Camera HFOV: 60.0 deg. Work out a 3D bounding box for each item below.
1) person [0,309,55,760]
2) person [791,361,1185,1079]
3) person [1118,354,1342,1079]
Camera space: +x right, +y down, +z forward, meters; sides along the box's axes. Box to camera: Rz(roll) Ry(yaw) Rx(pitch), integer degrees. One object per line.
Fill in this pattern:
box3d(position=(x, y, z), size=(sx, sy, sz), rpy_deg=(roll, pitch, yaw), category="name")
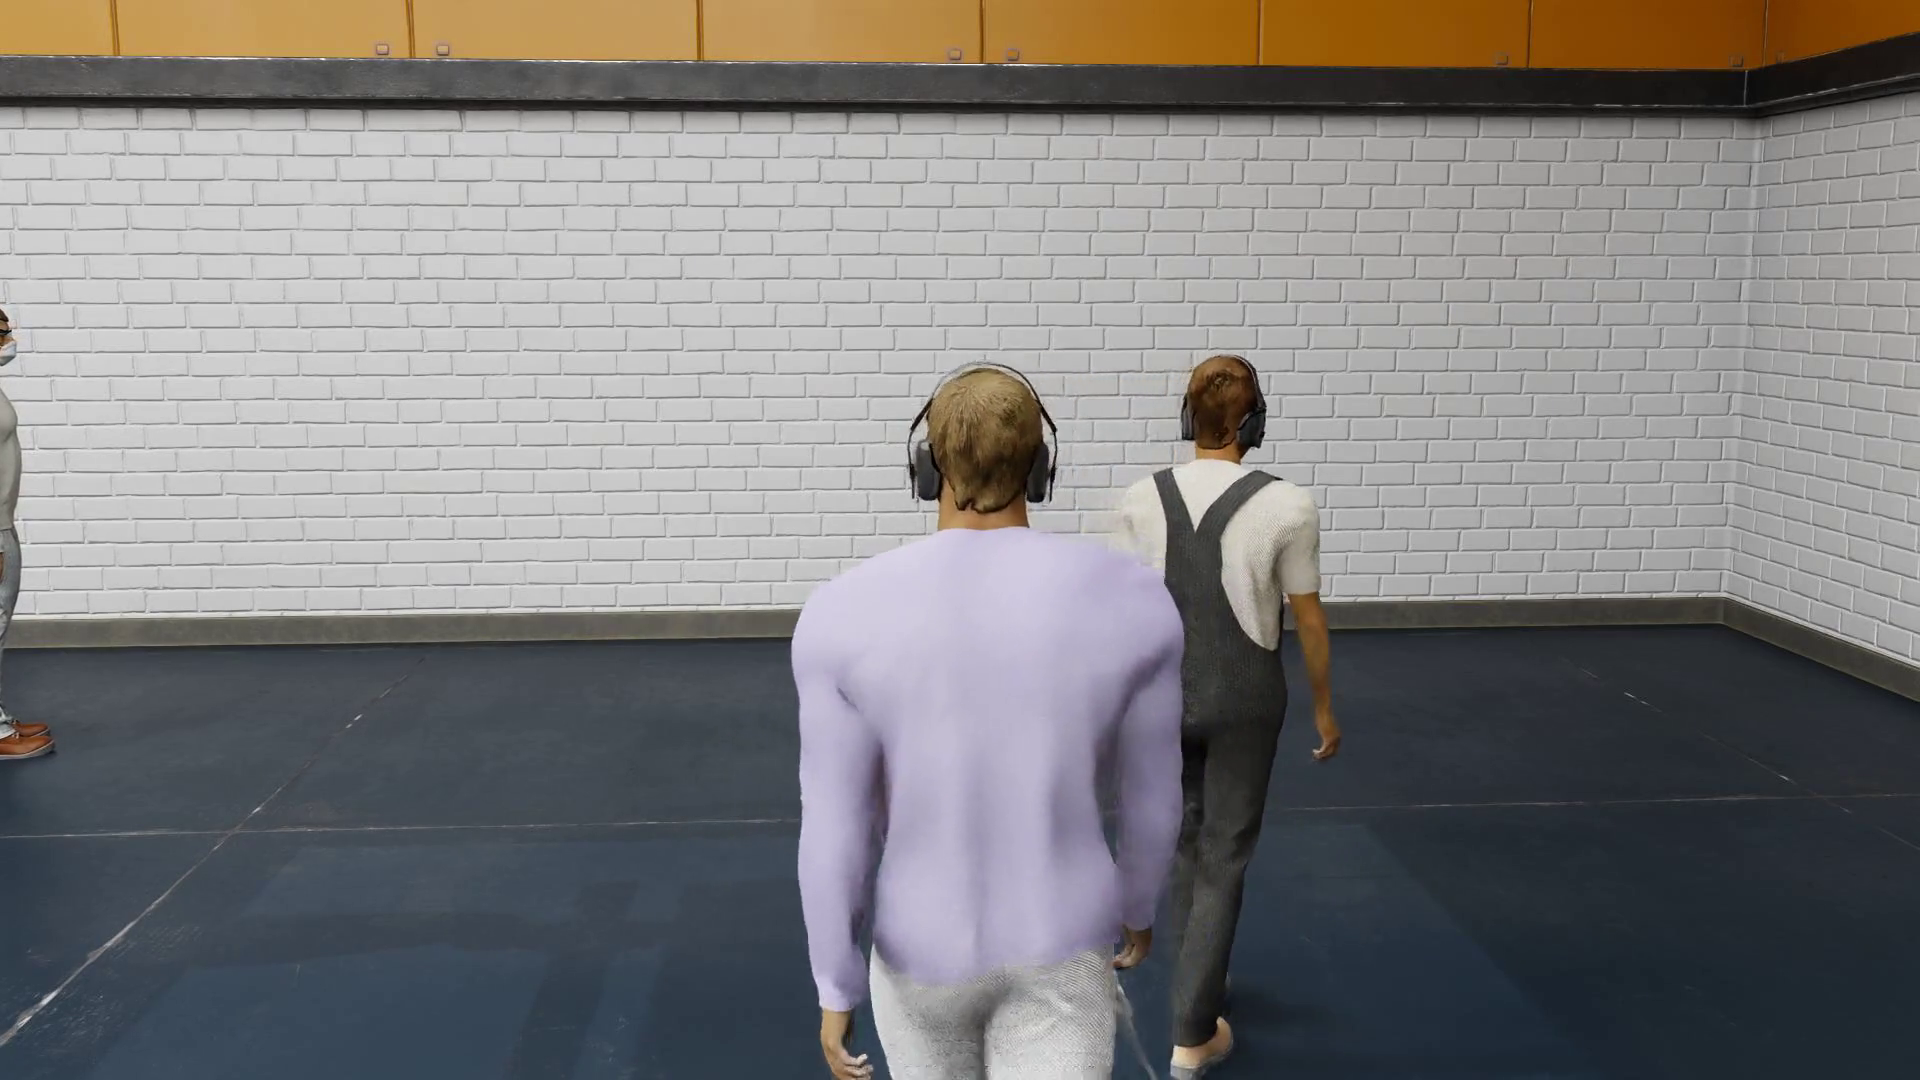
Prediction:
box3d(position=(-4.065, -0.035, 6.947), size=(0.368, 1.934, 0.630), rpy_deg=(-5, 10, -27), category="person")
box3d(position=(0.051, 0.648, 2.791), size=(0.639, 1.880, 1.063), rpy_deg=(0, 9, -1), category="person")
box3d(position=(0.706, 0.432, 4.320), size=(0.514, 1.818, 0.705), rpy_deg=(6, 11, 31), category="person")
